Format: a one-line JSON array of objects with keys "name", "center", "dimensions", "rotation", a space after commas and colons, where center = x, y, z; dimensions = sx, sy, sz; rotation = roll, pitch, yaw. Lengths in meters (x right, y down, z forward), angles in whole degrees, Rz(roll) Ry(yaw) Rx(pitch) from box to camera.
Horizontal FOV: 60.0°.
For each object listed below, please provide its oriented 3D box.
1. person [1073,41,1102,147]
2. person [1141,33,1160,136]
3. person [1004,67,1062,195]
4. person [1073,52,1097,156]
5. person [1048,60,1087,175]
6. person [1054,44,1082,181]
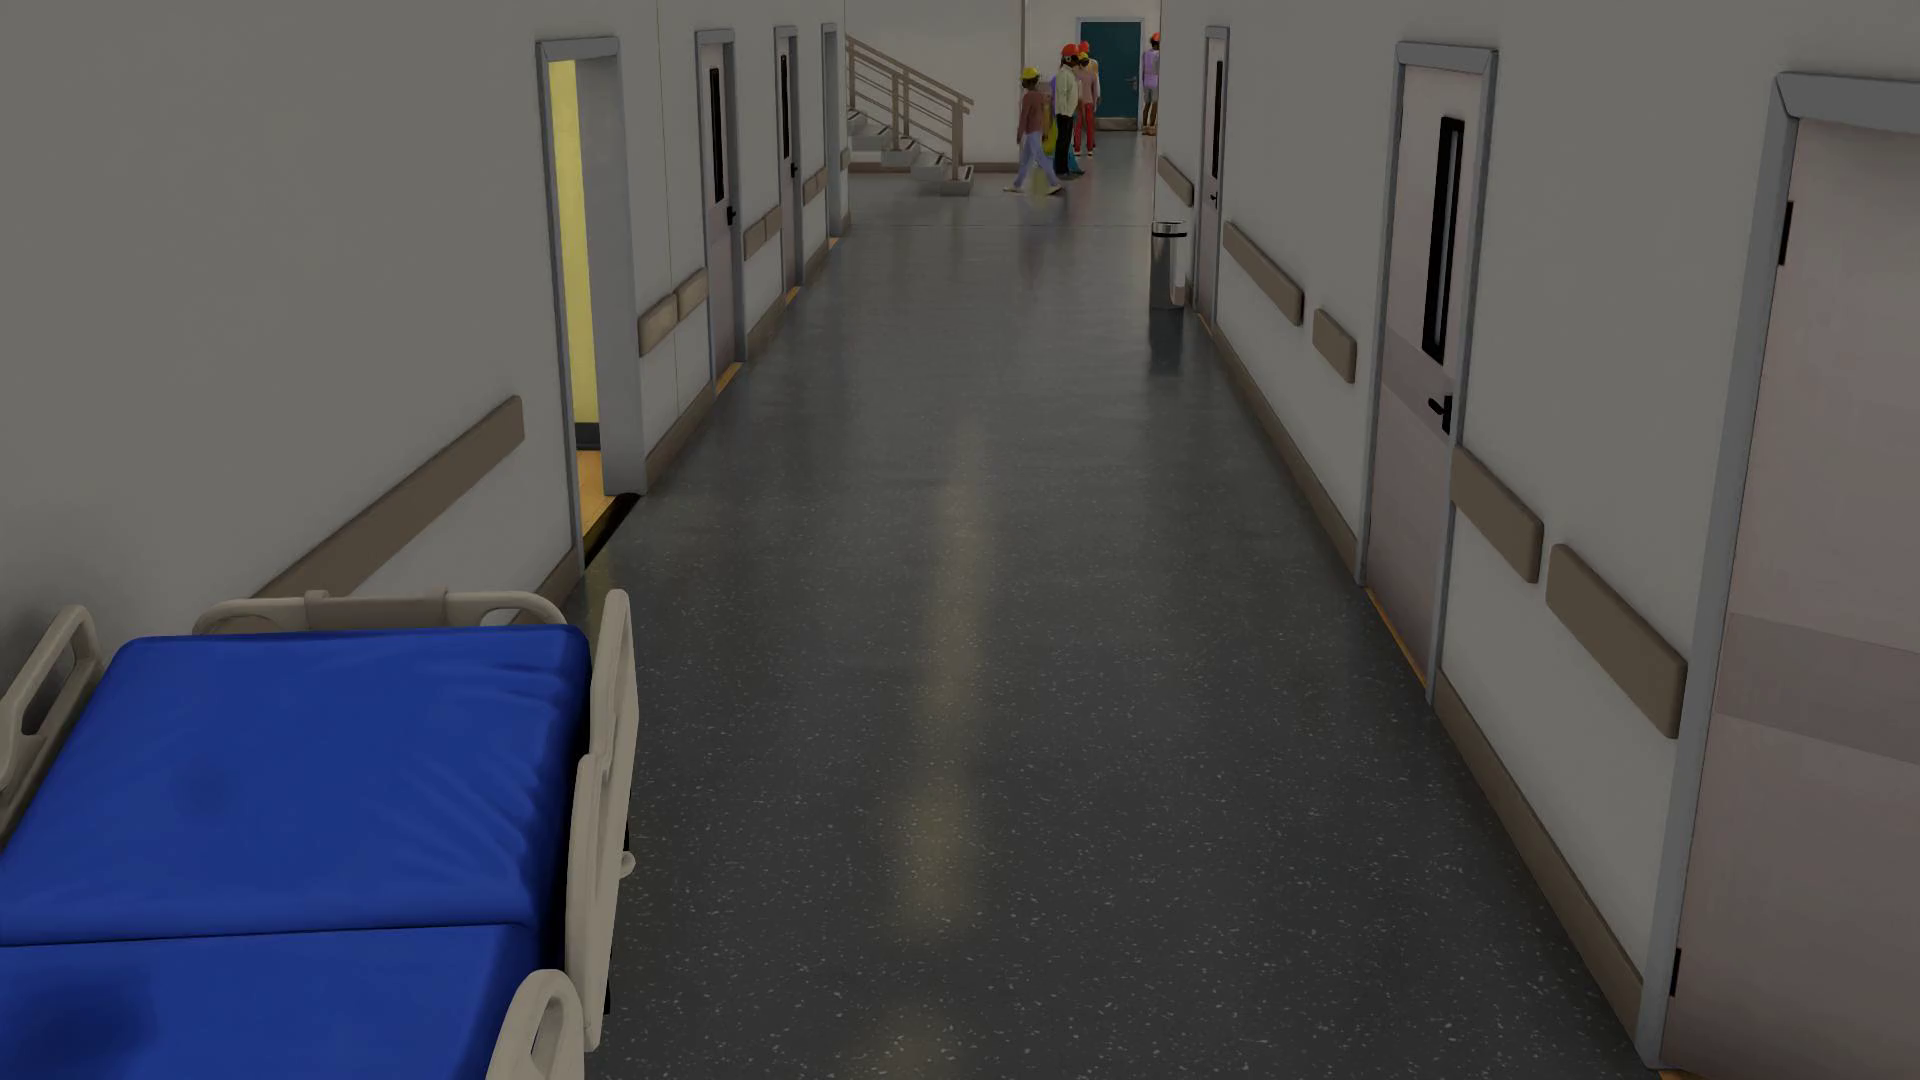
[{"name": "person", "center": [2.313, -8.248, 30.816], "dimensions": [0.637, 1.926, 0.433], "rotation": [-1, 18, -4]}, {"name": "person", "center": [3.943, -9.242, 33.764], "dimensions": [0.410, 2.032, 0.609], "rotation": [-12, 21, -34]}, {"name": "person", "center": [1.038, -5.634, 22.924], "dimensions": [0.924, 1.718, 0.538], "rotation": [8, 19, 24]}, {"name": "person", "center": [2.136, -7.591, 29.000], "dimensions": [0.522, 1.768, 0.314], "rotation": [-6, 18, -17]}, {"name": "person", "center": [1.613, -6.407, 25.240], "dimensions": [0.586, 1.802, 0.968], "rotation": [17, 24, 42]}, {"name": "person", "center": [1.604, -6.373, 24.821], "dimensions": [0.398, 1.990, 0.617], "rotation": [5, 18, 15]}]
